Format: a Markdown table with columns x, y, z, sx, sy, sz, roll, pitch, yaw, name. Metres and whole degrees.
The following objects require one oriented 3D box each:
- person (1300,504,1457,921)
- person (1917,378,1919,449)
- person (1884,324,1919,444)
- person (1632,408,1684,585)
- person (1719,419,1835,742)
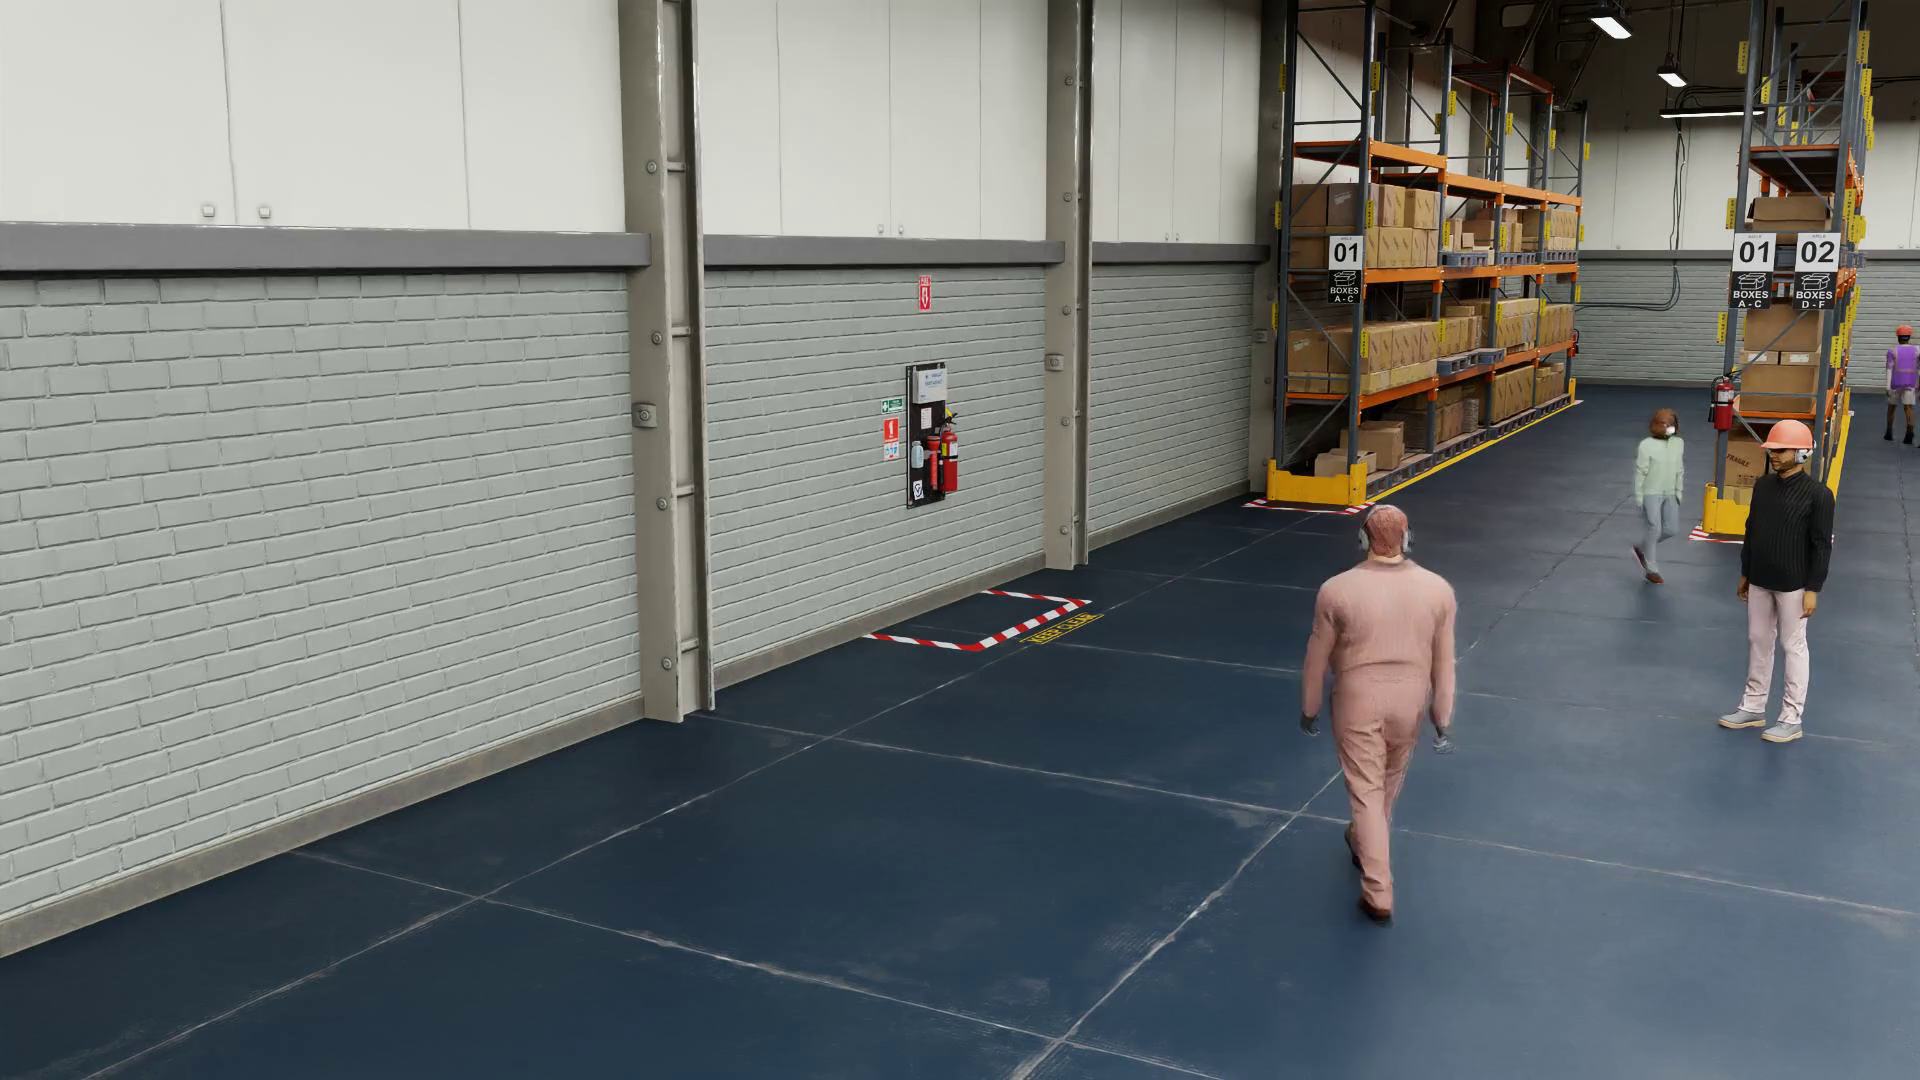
| x | y | z | sx | sy | sz | roll | pitch | yaw | name |
| --- | --- | --- | --- | --- | --- | --- | --- | --- | --- |
| 1.919 | 0.752 | 7.768 | 0.669 | 1.850 | 0.980 | -1 | 10 | -4 | person |
| 15.085 | -2.315 | 25.695 | 0.514 | 1.872 | 0.328 | 5 | 11 | 28 | person |
| 15.173 | -2.509 | 26.750 | 0.538 | 1.907 | 0.915 | 3 | 10 | 17 | person |
| 6.400 | -0.417 | 15.308 | 0.518 | 1.616 | 0.453 | -3 | 10 | -19 | person |
| 5.085 | 0.247 | 10.323 | 0.378 | 1.996 | 0.611 | -4 | 10 | -20 | person |
